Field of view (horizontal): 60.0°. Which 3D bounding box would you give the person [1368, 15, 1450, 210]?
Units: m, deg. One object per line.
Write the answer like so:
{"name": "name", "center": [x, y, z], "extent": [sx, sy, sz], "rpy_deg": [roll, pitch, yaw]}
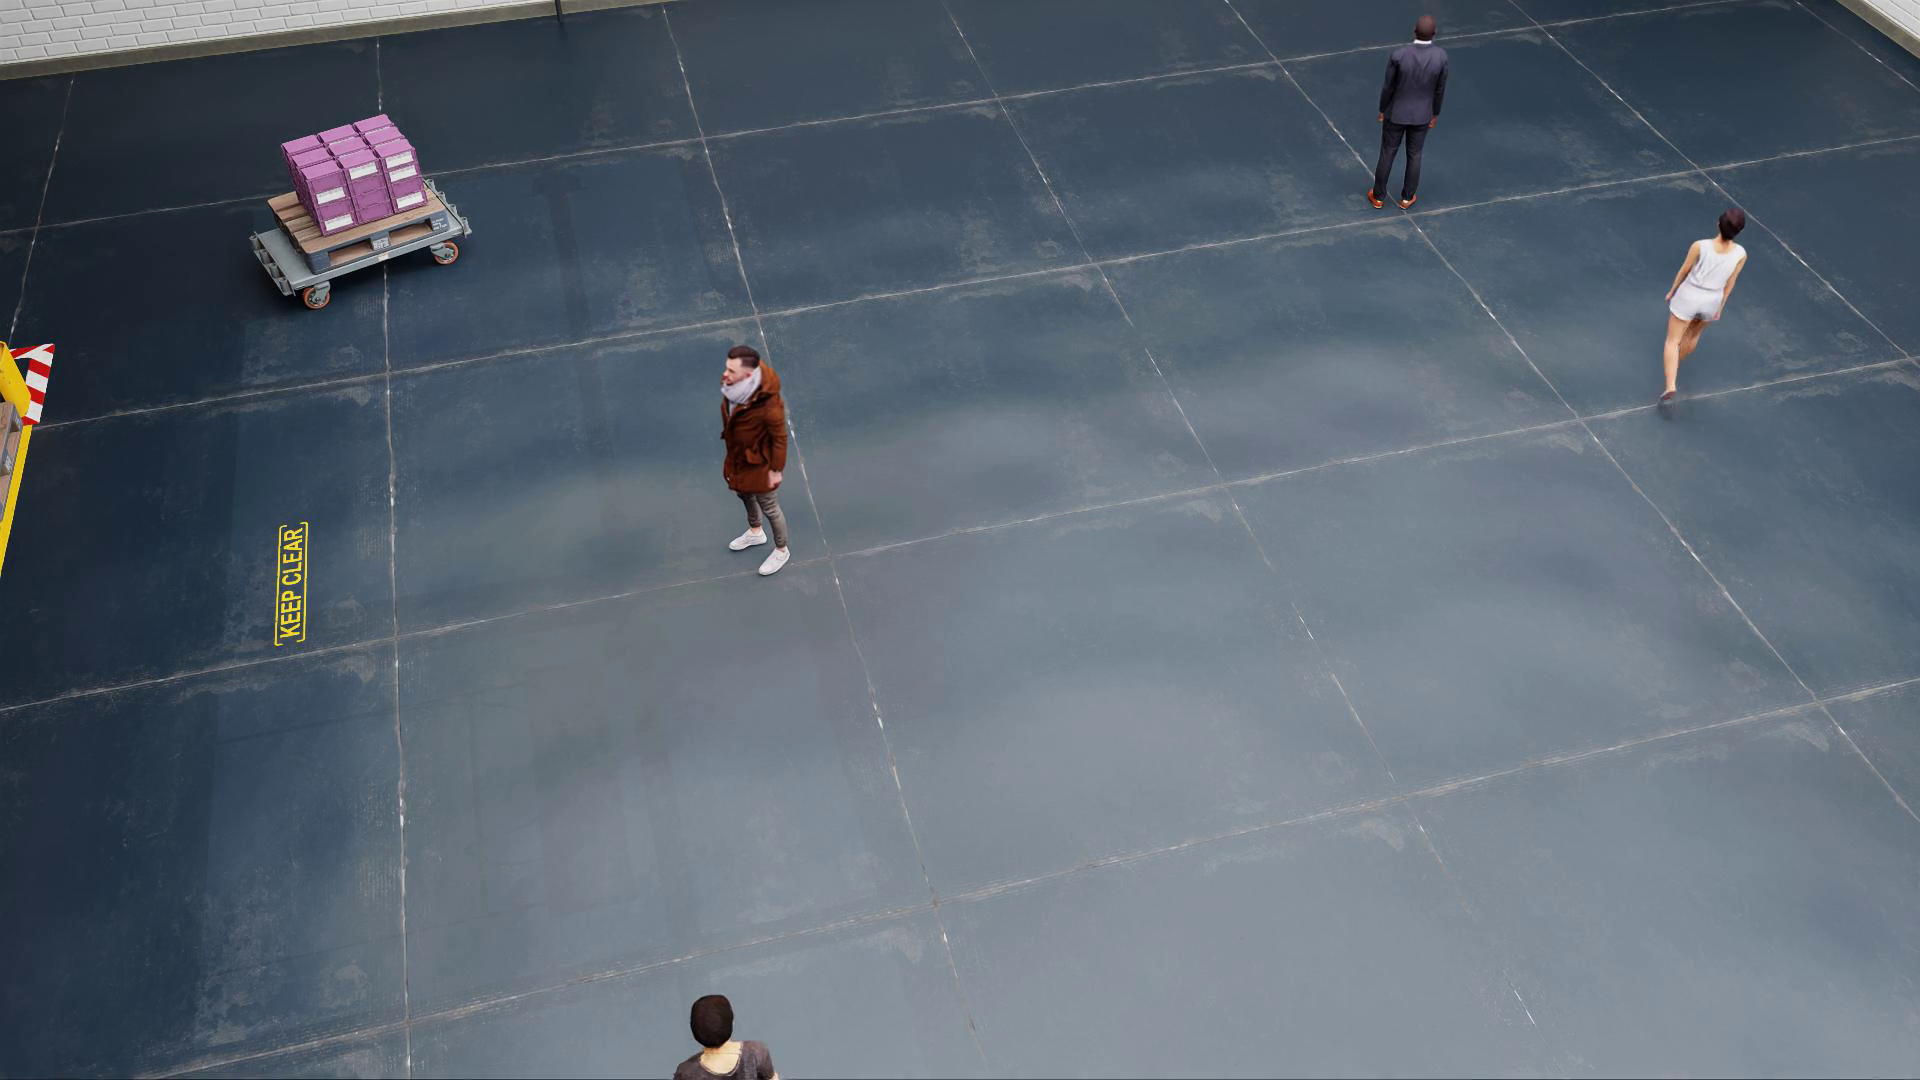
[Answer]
{"name": "person", "center": [3.928, -3.729, 14.548], "extent": [0.777, 1.824, 0.758], "rpy_deg": [6, 44, 7]}

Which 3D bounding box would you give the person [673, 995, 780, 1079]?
{"name": "person", "center": [-1.054, 2.752, 7.831], "extent": [0.676, 1.705, 0.662], "rpy_deg": [-16, 46, -16]}

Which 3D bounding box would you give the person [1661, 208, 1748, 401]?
{"name": "person", "center": [5.623, -1.783, 12.676], "extent": [0.871, 1.589, 1.075], "rpy_deg": [9, 44, 9]}

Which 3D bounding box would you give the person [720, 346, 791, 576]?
{"name": "person", "center": [-1.383, -0.560, 11.212], "extent": [0.894, 1.837, 0.798], "rpy_deg": [-32, 52, -29]}
